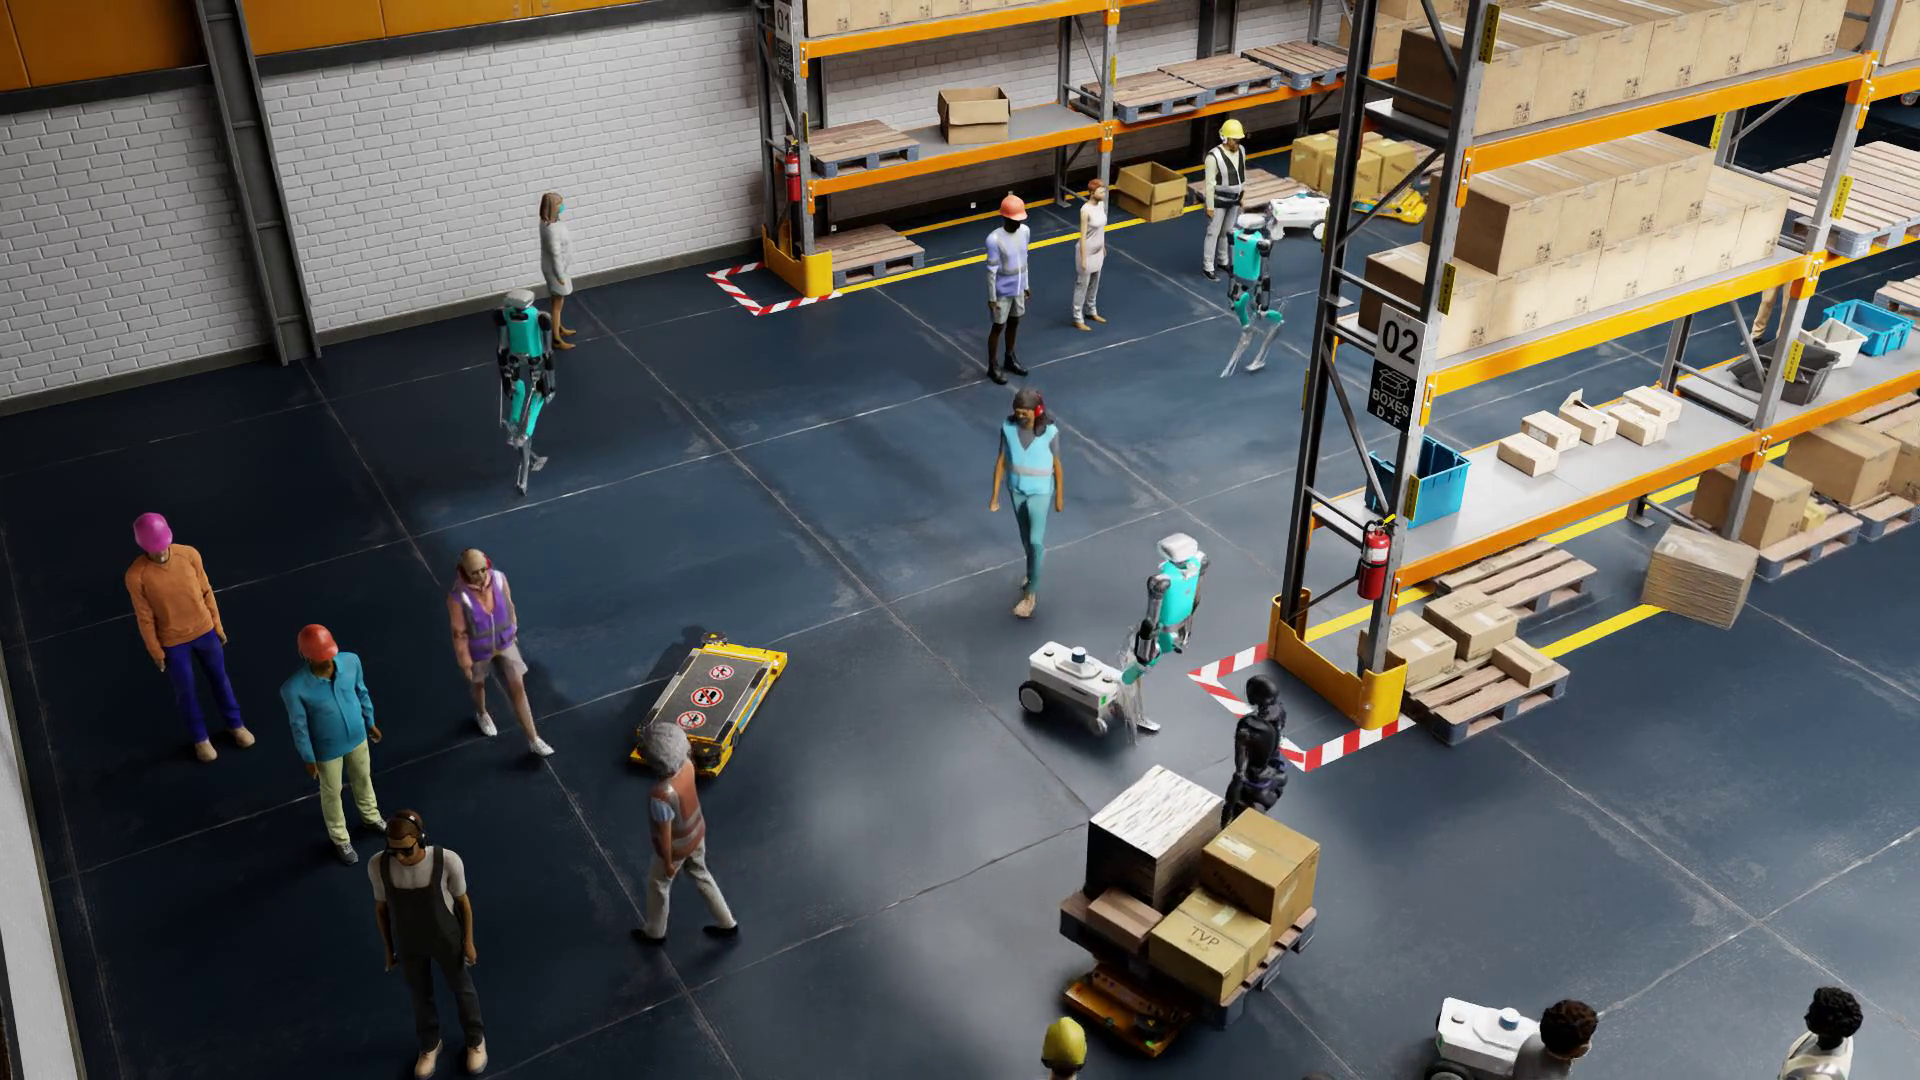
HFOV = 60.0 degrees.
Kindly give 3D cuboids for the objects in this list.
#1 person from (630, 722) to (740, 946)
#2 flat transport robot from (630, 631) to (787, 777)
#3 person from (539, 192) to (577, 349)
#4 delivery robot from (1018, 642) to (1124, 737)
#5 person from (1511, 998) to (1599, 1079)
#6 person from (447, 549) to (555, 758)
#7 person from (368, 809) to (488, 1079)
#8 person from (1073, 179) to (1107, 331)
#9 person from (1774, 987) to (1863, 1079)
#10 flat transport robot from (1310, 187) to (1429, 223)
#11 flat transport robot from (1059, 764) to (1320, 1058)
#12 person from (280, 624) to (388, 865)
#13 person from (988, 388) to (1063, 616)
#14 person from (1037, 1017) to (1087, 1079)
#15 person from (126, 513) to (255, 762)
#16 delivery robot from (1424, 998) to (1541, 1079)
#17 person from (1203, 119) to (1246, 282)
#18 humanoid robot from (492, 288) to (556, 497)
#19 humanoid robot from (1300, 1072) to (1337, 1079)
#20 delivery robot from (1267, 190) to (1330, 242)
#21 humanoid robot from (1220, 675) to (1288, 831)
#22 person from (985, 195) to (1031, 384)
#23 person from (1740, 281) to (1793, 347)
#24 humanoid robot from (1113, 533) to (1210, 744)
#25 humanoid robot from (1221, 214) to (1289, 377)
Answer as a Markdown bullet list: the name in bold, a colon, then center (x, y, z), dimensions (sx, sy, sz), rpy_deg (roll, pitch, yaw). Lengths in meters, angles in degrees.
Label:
- **person**: center (-1.689, 1.770, 9.938), dimensions (0.654, 1.663, 0.447), rpy_deg (11, 34, 17)
- **flat transport robot**: center (-1.822, 1.184, 12.196), dimensions (0.659, 0.231, 1.431), rpy_deg (8, 33, 13)
- **person**: center (-4.170, -2.813, 17.272), dimensions (0.346, 1.653, 0.503), rpy_deg (-5, 33, -9)
- **delivery robot**: center (0.847, 1.044, 12.146), dimensions (0.789, 0.590, 0.499), rpy_deg (23, 39, 32)
- **person**: center (2.659, 2.918, 7.938), dimensions (0.829, 1.863, 0.581), rpy_deg (3, 32, 5)
- **person**: center (-3.240, 0.788, 11.529), dimensions (0.509, 1.647, 0.899), rpy_deg (-23, 39, -32)
- **person**: center (-2.898, 2.203, 9.088), dimensions (0.505, 1.846, 0.346), rpy_deg (-3, 32, -5)
- **person**: center (1.390, -3.031, 17.616), dimensions (0.285, 1.652, 0.448), rpy_deg (21, 38, 30)
- **person**: center (4.142, 2.849, 8.203), dimensions (0.320, 1.694, 0.534), rpy_deg (18, 36, 26)
- **flat transport robot**: center (5.166, -4.292, 20.929), dimensions (1.431, 0.231, 0.659), rpy_deg (16, 36, 24)
- **flat transport robot**: center (1.331, 2.501, 10.096), dimensions (0.659, 0.231, 1.431), rpy_deg (25, 40, 34)
- **person**: center (-3.975, 1.271, 10.658), dimensions (0.325, 1.752, 0.560), rpy_deg (21, 38, 30)
- **person**: center (0.492, -0.305, 13.090), dimensions (0.529, 1.836, 0.847), rpy_deg (14, 35, 21)
- **person**: center (0.467, 2.935, 8.025), dimensions (0.529, 1.730, 0.792), rpy_deg (1, 32, 2)
- **person**: center (-5.332, 0.651, 11.447), dimensions (0.517, 1.974, 0.406), rpy_deg (-27, 41, -36)
- **delivery robot**: center (3.011, 2.845, 9.265), dimensions (0.774, 0.581, 0.499), rpy_deg (12, 34, 19)
- **person**: center (2.987, -3.832, 18.722), dimensions (0.589, 1.835, 0.404), rpy_deg (-24, 39, -33)
- **humanoid robot**: center (-3.923, -1.244, 14.718), dimensions (0.546, 1.788, 0.922), rpy_deg (5, 32, 8)
- **humanoid robot**: center (1.572, 3.065, 7.879), dimensions (0.563, 1.643, 0.604), rpy_deg (-14, 35, -21)
- **delivery robot**: center (4.108, -3.925, 20.067), dimensions (0.789, 0.587, 0.499), rpy_deg (-1, 32, -2)
- **humanoid robot**: center (1.871, 1.566, 10.311), dimensions (0.509, 1.654, 0.613), rpy_deg (26, 41, 35)
- **person**: center (0.503, -2.493, 16.491), dimensions (0.549, 1.935, 0.373), rpy_deg (-26, 40, -35)
- **person**: center (8.485, -2.756, 17.080), dimensions (0.329, 1.750, 0.571), rpy_deg (-26, 40, -35)
- **humanoid robot**: center (1.304, 0.679, 11.664), dimensions (0.540, 1.822, 0.739), rpy_deg (-26, 40, -35)
- **humanoid robot**: center (2.988, -2.432, 16.609), dimensions (0.795, 1.803, 0.543), rpy_deg (-24, 39, -32)
